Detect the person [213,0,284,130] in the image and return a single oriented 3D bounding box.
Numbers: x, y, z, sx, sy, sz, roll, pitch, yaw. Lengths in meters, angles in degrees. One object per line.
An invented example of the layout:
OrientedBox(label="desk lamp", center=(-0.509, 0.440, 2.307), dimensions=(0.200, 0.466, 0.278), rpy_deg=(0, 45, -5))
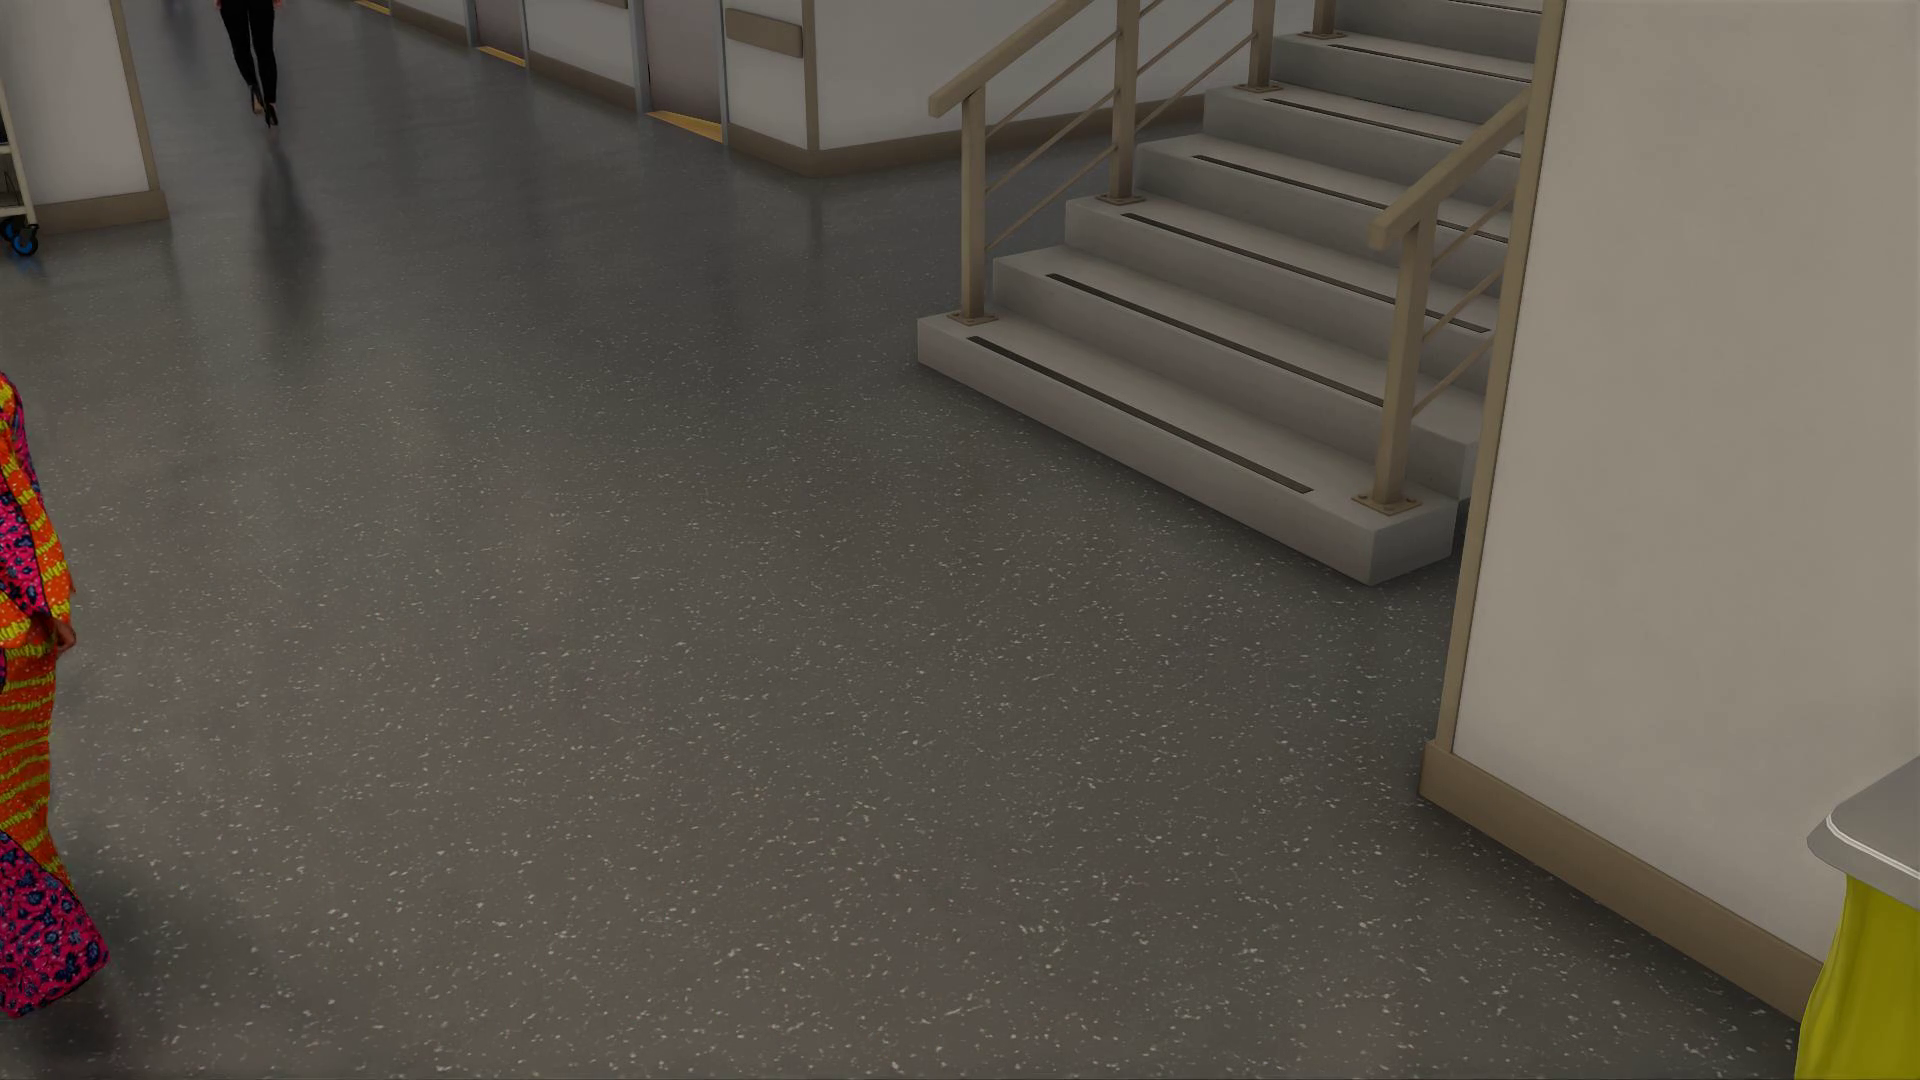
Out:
OrientedBox(label="person", center=(-4.803, -3.620, 11.195), dimensions=(0.703, 1.699, 0.751), rpy_deg=(-8, 27, -17))

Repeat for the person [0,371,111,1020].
OrientedBox(label="person", center=(-2.054, 0.187, 3.339), dimensions=(0.949, 1.665, 1.133), rpy_deg=(17, 30, 31))
